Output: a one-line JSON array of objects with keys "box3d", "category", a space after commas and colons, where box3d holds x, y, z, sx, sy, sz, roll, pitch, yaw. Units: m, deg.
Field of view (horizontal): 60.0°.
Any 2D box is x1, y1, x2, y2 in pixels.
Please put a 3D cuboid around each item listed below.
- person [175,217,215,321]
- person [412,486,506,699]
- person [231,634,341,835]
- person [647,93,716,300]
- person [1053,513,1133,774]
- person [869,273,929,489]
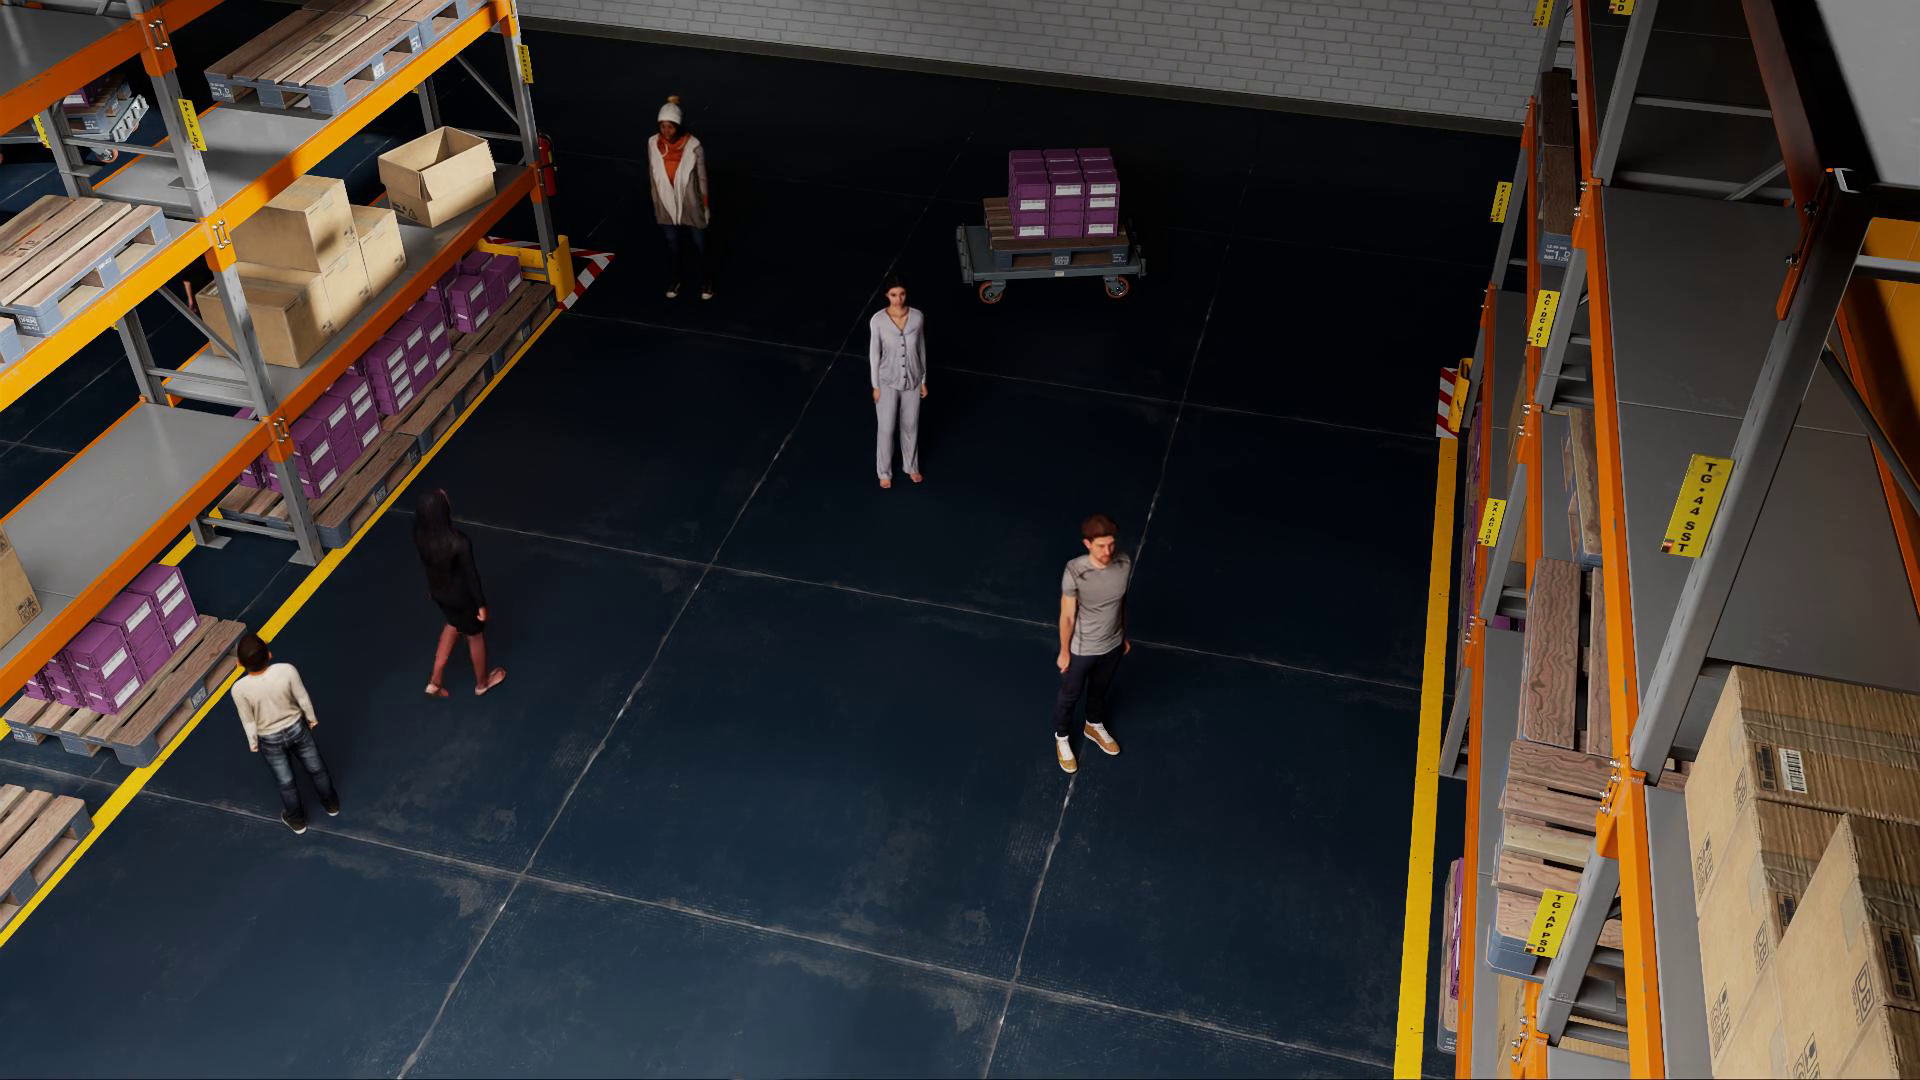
[{"box3d": [-6.081, -2.001, 13.563, 0.629, 1.642, 0.591, -1, 39, -1], "category": "person"}, {"box3d": [-3.244, 0.394, 10.507, 0.751, 1.714, 0.902, 20, 43, 23], "category": "person"}, {"box3d": [-3.987, 1.133, 9.782, 0.610, 1.463, 0.691, -25, 45, -28], "category": "person"}, {"box3d": [-2.441, -3.017, 14.633, 0.707, 1.895, 0.694, 5, 39, 6], "category": "person"}, {"box3d": [0.808, 0.598, 10.106, 0.722, 1.894, 0.767, -18, 42, -21], "category": "person"}, {"box3d": [-0.467, -1.201, 12.456, 0.676, 1.774, 0.705, -12, 40, -15], "category": "person"}]
